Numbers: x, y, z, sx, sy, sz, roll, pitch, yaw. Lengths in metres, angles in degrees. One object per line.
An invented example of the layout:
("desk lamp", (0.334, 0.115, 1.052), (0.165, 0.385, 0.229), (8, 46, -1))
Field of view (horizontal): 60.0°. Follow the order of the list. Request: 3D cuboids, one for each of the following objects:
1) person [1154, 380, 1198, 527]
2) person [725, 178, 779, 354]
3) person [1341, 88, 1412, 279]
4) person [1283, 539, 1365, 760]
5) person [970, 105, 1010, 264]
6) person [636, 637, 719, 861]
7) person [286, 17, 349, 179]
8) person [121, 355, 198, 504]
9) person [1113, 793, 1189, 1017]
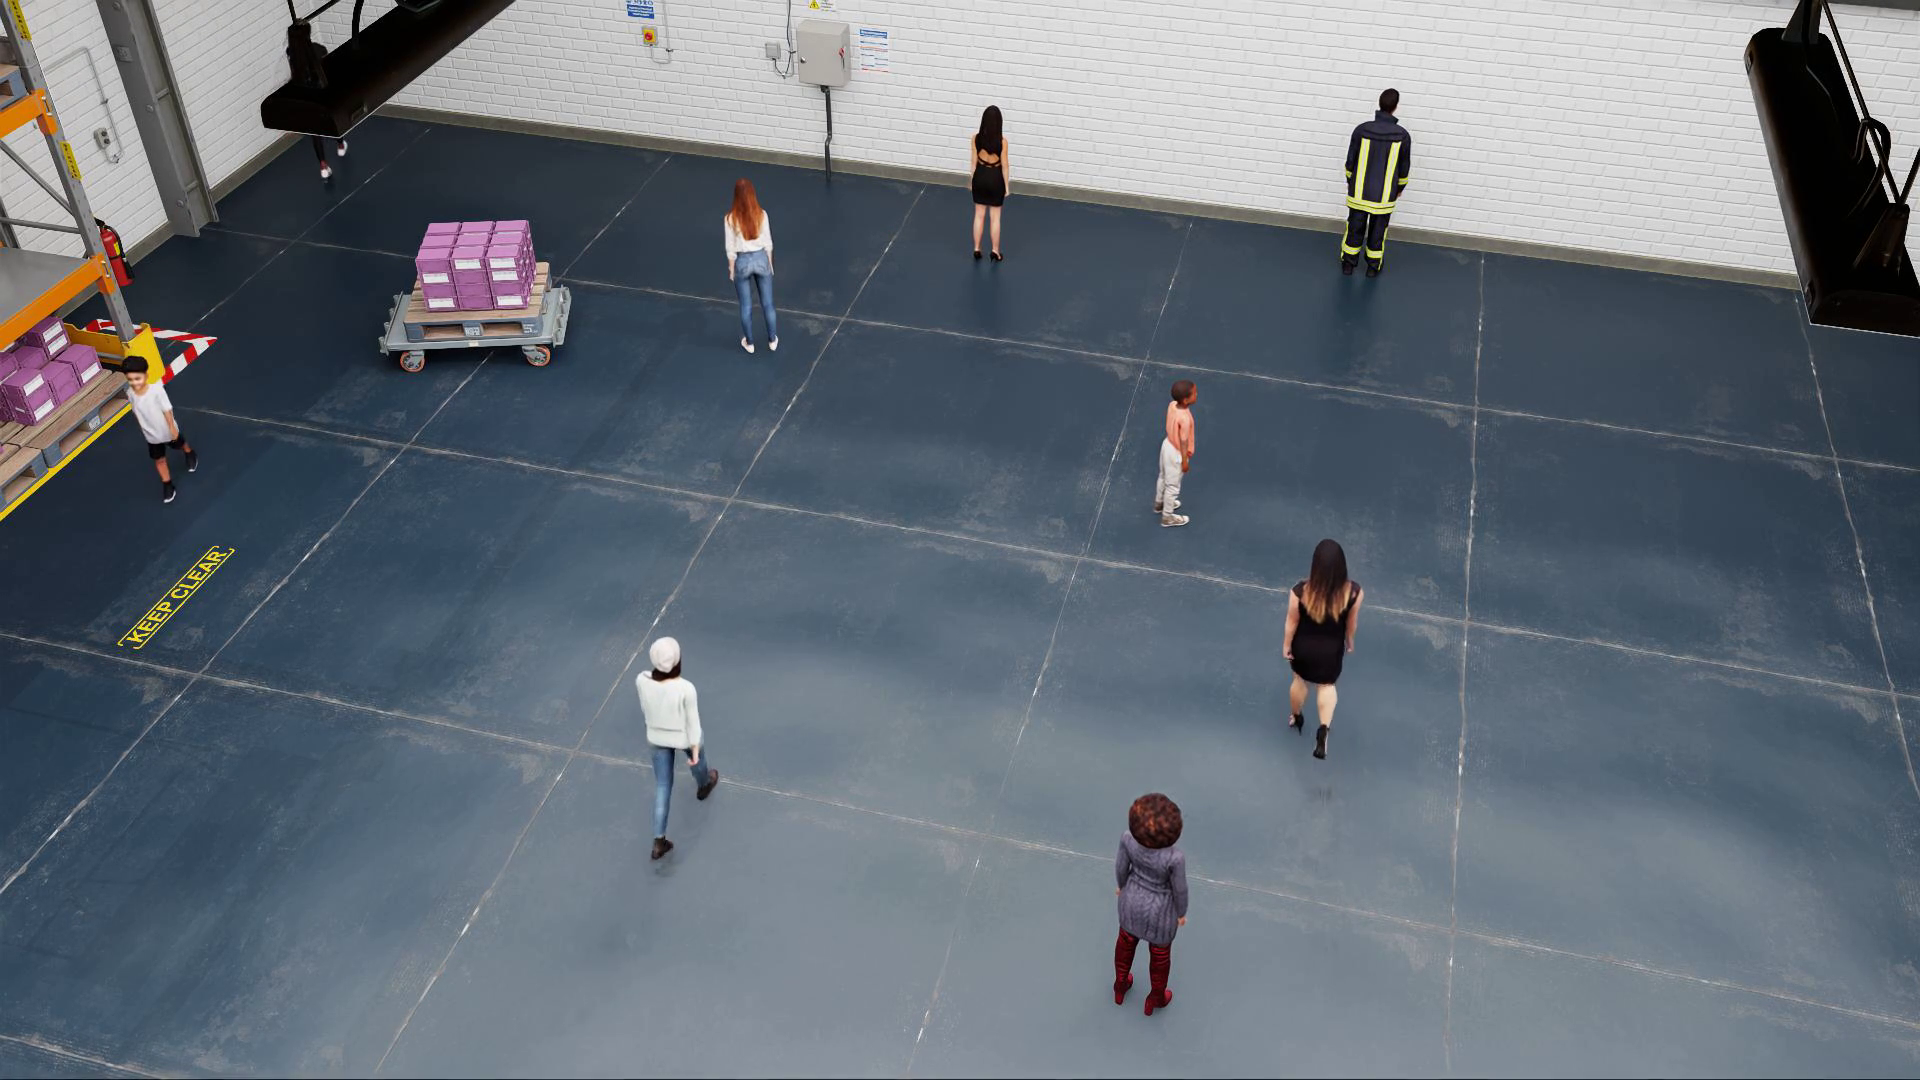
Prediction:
("person", (1.709, -0.706, 13.244), (0.598, 1.307, 0.507), (-8, 39, -10))
("person", (-1.899, -2.498, 15.150), (0.647, 1.728, 0.651), (-8, 39, -10))
("person", (4.040, -3.472, 16.209), (0.773, 1.928, 0.643), (11, 40, 13))
("person", (2.400, 0.766, 11.085), (0.736, 1.700, 0.938), (2, 39, 3))
("person", (0.286, -3.509, 16.481), (0.550, 1.646, 0.476), (9, 39, 11))
("person", (-1.845, 1.298, 10.494), (0.615, 1.606, 1.118), (7, 39, 9))
("person", (-6.985, -4.758, 18.014), (0.975, 1.686, 1.248), (-7, 39, -9))
("person", (-6.562, -0.991, 13.650), (0.702, 1.245, 0.945), (-5, 39, -6))
("person", (1.070, 2.073, 9.440), (0.644, 1.712, 0.619), (21, 43, 24))
